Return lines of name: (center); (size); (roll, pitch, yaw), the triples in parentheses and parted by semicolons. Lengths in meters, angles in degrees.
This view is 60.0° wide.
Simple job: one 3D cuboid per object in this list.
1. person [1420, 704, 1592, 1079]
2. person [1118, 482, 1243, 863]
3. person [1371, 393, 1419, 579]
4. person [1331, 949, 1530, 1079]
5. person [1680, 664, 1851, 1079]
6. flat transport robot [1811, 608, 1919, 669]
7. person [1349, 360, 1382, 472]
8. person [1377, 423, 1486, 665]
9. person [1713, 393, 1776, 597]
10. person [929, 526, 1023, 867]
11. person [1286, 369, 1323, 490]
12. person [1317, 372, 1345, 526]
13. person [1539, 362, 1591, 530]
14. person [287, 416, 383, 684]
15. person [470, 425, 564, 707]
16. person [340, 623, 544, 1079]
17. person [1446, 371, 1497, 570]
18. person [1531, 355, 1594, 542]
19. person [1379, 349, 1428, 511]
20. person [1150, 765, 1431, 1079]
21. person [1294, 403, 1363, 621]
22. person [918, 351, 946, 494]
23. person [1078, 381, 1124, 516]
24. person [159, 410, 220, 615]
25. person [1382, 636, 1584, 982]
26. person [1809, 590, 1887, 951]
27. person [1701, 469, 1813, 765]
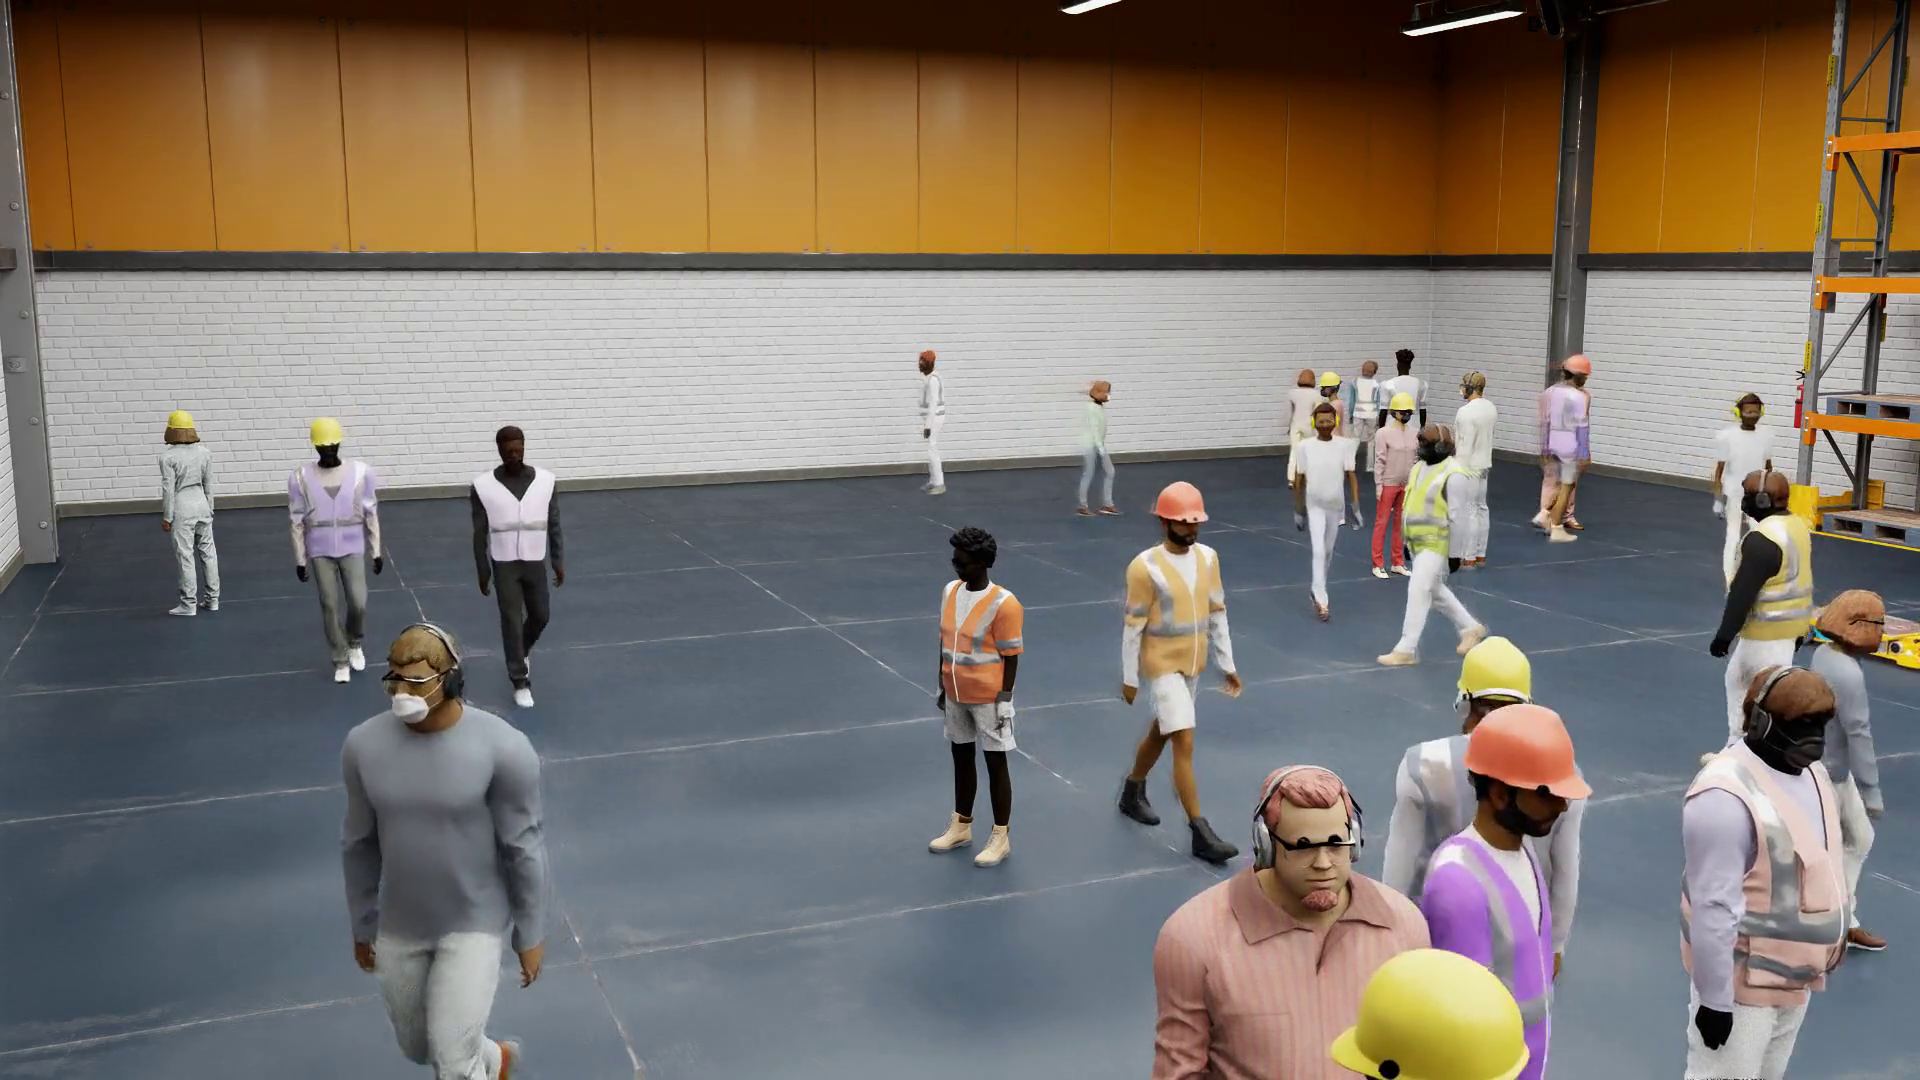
person: (1.267, 1.328, 4.215); (0.831, 1.915, 0.547); (7, 12, 38)
person: (1.106, 0.632, 8.513); (0.550, 1.889, 1.012); (-7, 12, -37)
person: (4.154, -0.516, 15.795); (0.524, 1.770, 0.315); (-4, 10, -25)
person: (0.765, 1.575, 2.652); (0.383, 1.923, 0.590); (1, 9, 5)
person: (2.322, 1.259, 4.825); (0.626, 1.840, 0.430); (-8, 12, -40)
flat transport robot: (7.013, 0.723, 12.811); (0.652, 0.197, 1.431); (-4, 10, -22)
person: (5.772, -1.752, 23.710); (0.524, 1.623, 0.548); (6, 11, 31)
person: (3.562, 0.024, 12.404); (0.880, 1.812, 0.635); (-2, 10, -12)
person: (6.902, -0.370, 14.637); (0.565, 1.852, 0.416); (1, 9, 3)
person: (0.079, 0.766, 8.256); (0.531, 1.691, 0.320); (9, 13, 44)
person: (4.552, -1.474, 22.117); (0.516, 1.593, 0.843); (5, 11, 27)
person: (4.235, -1.041, 19.023); (0.359, 1.757, 0.521); (1, 9, 6)
person: (6.786, -1.050, 18.613); (0.643, 1.908, 0.411); (-3, 10, -18)
person: (-4.424, 0.070, 11.800); (0.606, 1.907, 0.419); (-4, 10, -22)
person: (-3.043, 0.145, 11.412); (0.597, 1.900, 0.768); (-5, 11, -28)
person: (-1.571, 1.169, 5.169); (0.637, 1.916, 0.848); (2, 10, 11)
person: (5.006, -0.681, 16.273); (0.355, 1.938, 0.637); (8, 12, 41)
person: (6.496, -0.962, 17.748); (0.453, 2.020, 0.617); (-1, 9, -7)
person: (5.339, -1.327, 20.107); (0.607, 1.966, 0.367); (-1, 9, -4)
person: (0.737, 1.419, 3.650); (0.650, 1.907, 0.409); (-2, 10, -11)
person: (3.111, -0.265, 14.123); (0.537, 1.825, 0.972); (0, 9, -1)
person: (-0.375, -1.526, 21.664); (0.349, 1.864, 0.643); (-1, 9, -7)
person: (1.683, -1.069, 19.617); (0.653, 1.607, 0.496); (5, 10, 26)
person: (-6.575, -0.232, 14.147); (0.296, 1.744, 0.487); (5, 10, 26)
person: (1.642, 1.208, 5.215); (0.598, 1.808, 0.694); (0, 9, -2)
person: (3.763, 1.006, 7.021); (0.618, 1.608, 0.517); (4, 10, 20)
person: (4.513, 0.506, 9.459); (0.734, 1.817, 0.644); (7, 12, 38)
